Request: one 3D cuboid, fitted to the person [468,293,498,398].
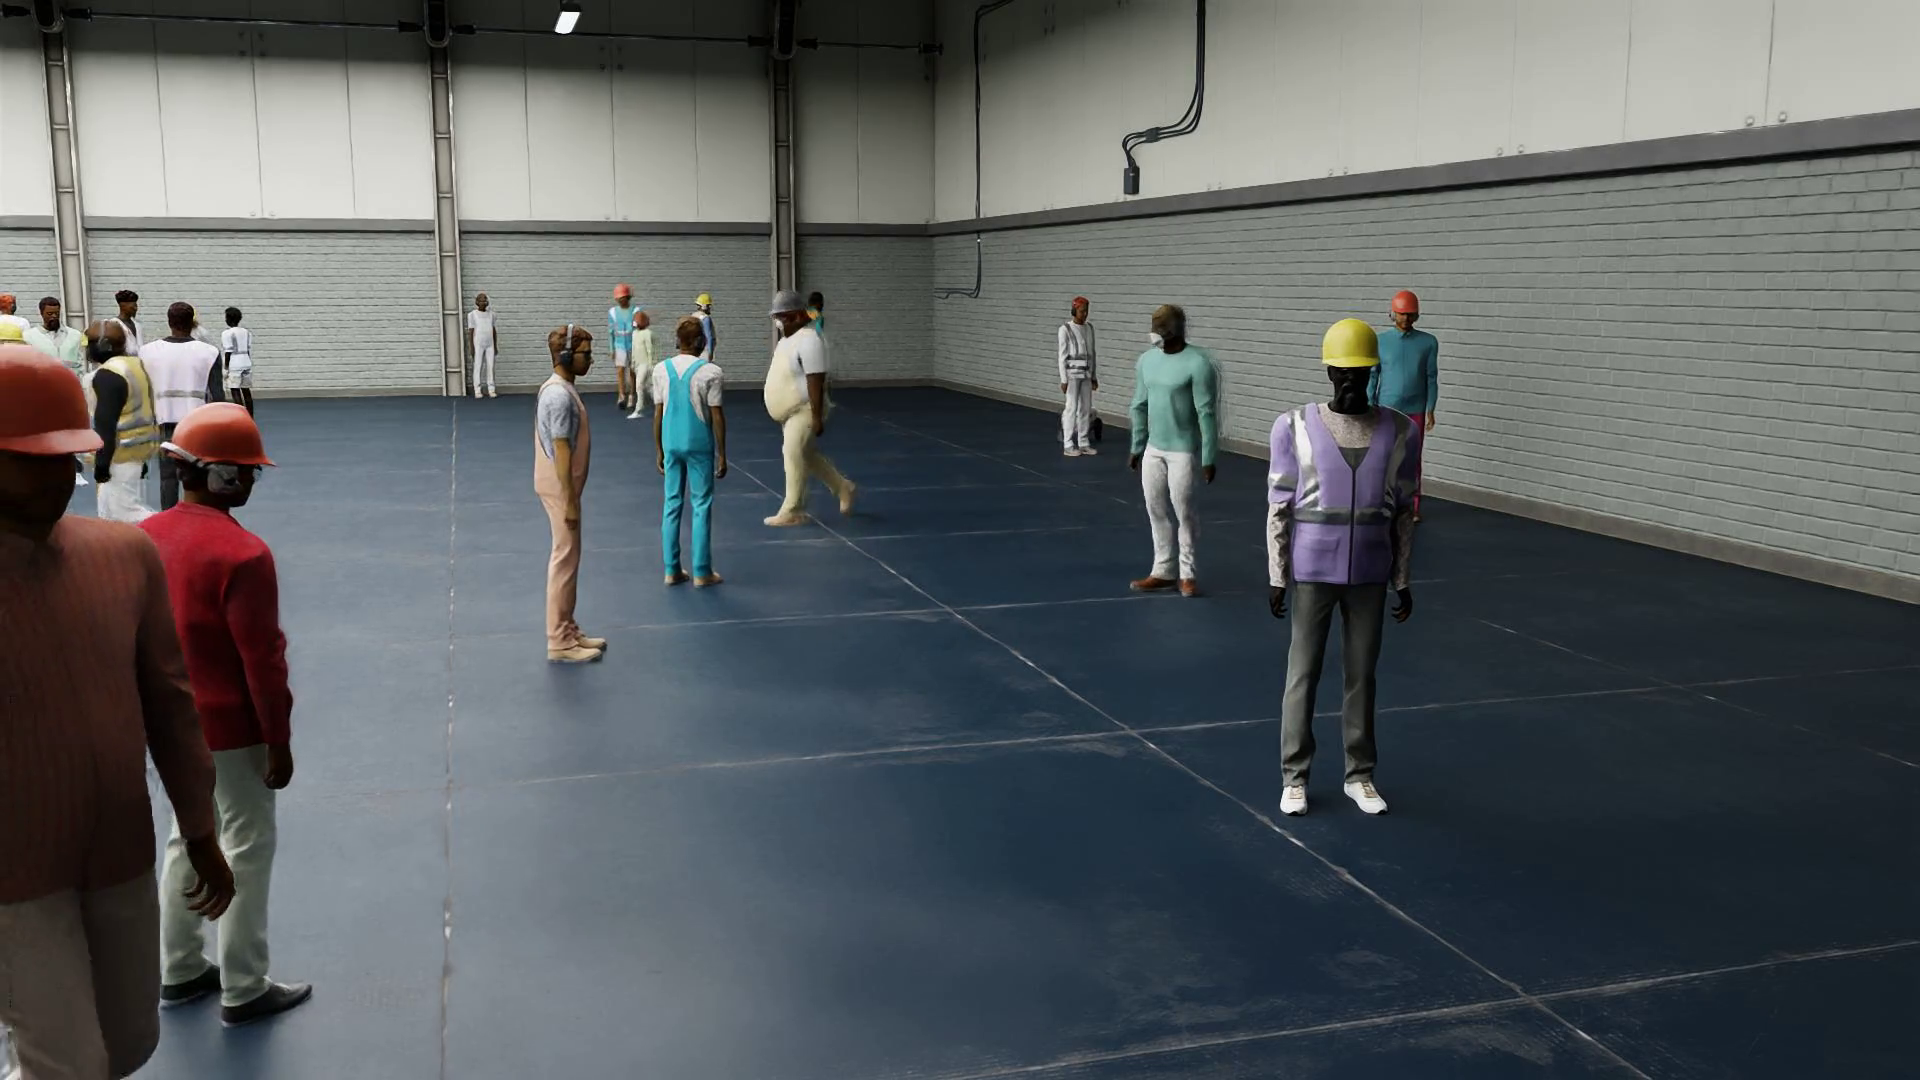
[{"bbox_3d":[-8.340,-3.390,29.103,0.501,1.839,0.341,-7,11,-39],"label":"person"}]

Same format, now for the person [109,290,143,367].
[{"bbox_3d":[-9.984,-2.020,19.972,0.374,1.958,0.607,1,9,8],"label":"person"}]

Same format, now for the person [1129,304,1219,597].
[{"bbox_3d":[1.412,-0.572,10.858,0.408,1.923,0.681,-7,11,-36],"label":"person"}]

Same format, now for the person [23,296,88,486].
[{"bbox_3d":[-9.052,-1.474,16.649,0.393,1.911,0.583,7,11,38],"label":"person"}]

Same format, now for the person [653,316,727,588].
[{"bbox_3d":[-1.815,-0.587,11.229,0.519,1.834,0.361,2,9,14],"label":"person"}]

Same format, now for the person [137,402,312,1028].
[{"bbox_3d":[-2.065,0.485,4.672,0.577,1.737,0.354,5,10,30],"label":"person"}]

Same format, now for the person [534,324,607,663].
[{"bbox_3d":[-2.129,-0.246,9.040,0.353,1.839,0.503,-2,9,-13],"label":"person"}]

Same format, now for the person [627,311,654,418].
[{"bbox_3d":[-4.721,-2.639,25.028,0.694,1.609,0.508,-8,12,-40],"label":"person"}]

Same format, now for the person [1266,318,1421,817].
[{"bbox_3d":[1.482,0.112,6.453,0.587,1.928,0.362,0,9,-2],"label":"person"}]

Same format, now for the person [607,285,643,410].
[{"bbox_3d":[-5.328,-3.059,26.504,0.601,1.973,1.051,0,9,-2],"label":"person"}]

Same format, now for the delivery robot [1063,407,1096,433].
[{"bbox_3d":[1.539,-1.585,21.346,0.477,0.478,0.707,2,9,13],"label":"delivery robot"}]

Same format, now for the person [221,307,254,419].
[{"bbox_3d":[-10.012,-2.372,23.030,0.318,1.699,0.533,2,9,12],"label":"person"}]

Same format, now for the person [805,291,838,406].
[{"bbox_3d":[-2.430,-3.087,27.004,0.844,1.890,0.596,-6,11,-34],"label":"person"}]

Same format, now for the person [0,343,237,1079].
[{"bbox_3d":[-1.784,0.604,3.191,0.844,1.965,0.616,4,10,23],"label":"person"}]

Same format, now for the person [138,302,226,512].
[{"bbox_3d":[-6.026,-0.890,12.933,0.597,1.908,0.394,-3,9,-18],"label":"person"}]

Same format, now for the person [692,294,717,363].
[{"bbox_3d":[-4.272,-3.184,27.790,0.404,1.828,0.602,-6,11,-34],"label":"person"}]

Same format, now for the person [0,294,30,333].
[{"bbox_3d":[-12.565,-2.310,22.043,0.586,1.882,0.340,-1,9,-5],"label":"person"}]

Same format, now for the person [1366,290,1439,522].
[{"bbox_3d":[3.771,-1.131,14.221,0.608,1.987,0.406,1,9,4],"label":"person"}]

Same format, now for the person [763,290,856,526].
[{"bbox_3d":[-1.268,-1.153,14.162,0.851,2.000,0.711,-4,10,-24],"label":"person"}]

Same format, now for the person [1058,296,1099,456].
[{"bbox_3d":[1.395,-1.919,19.594,0.584,1.876,0.374,-8,12,-43],"label":"person"}]
